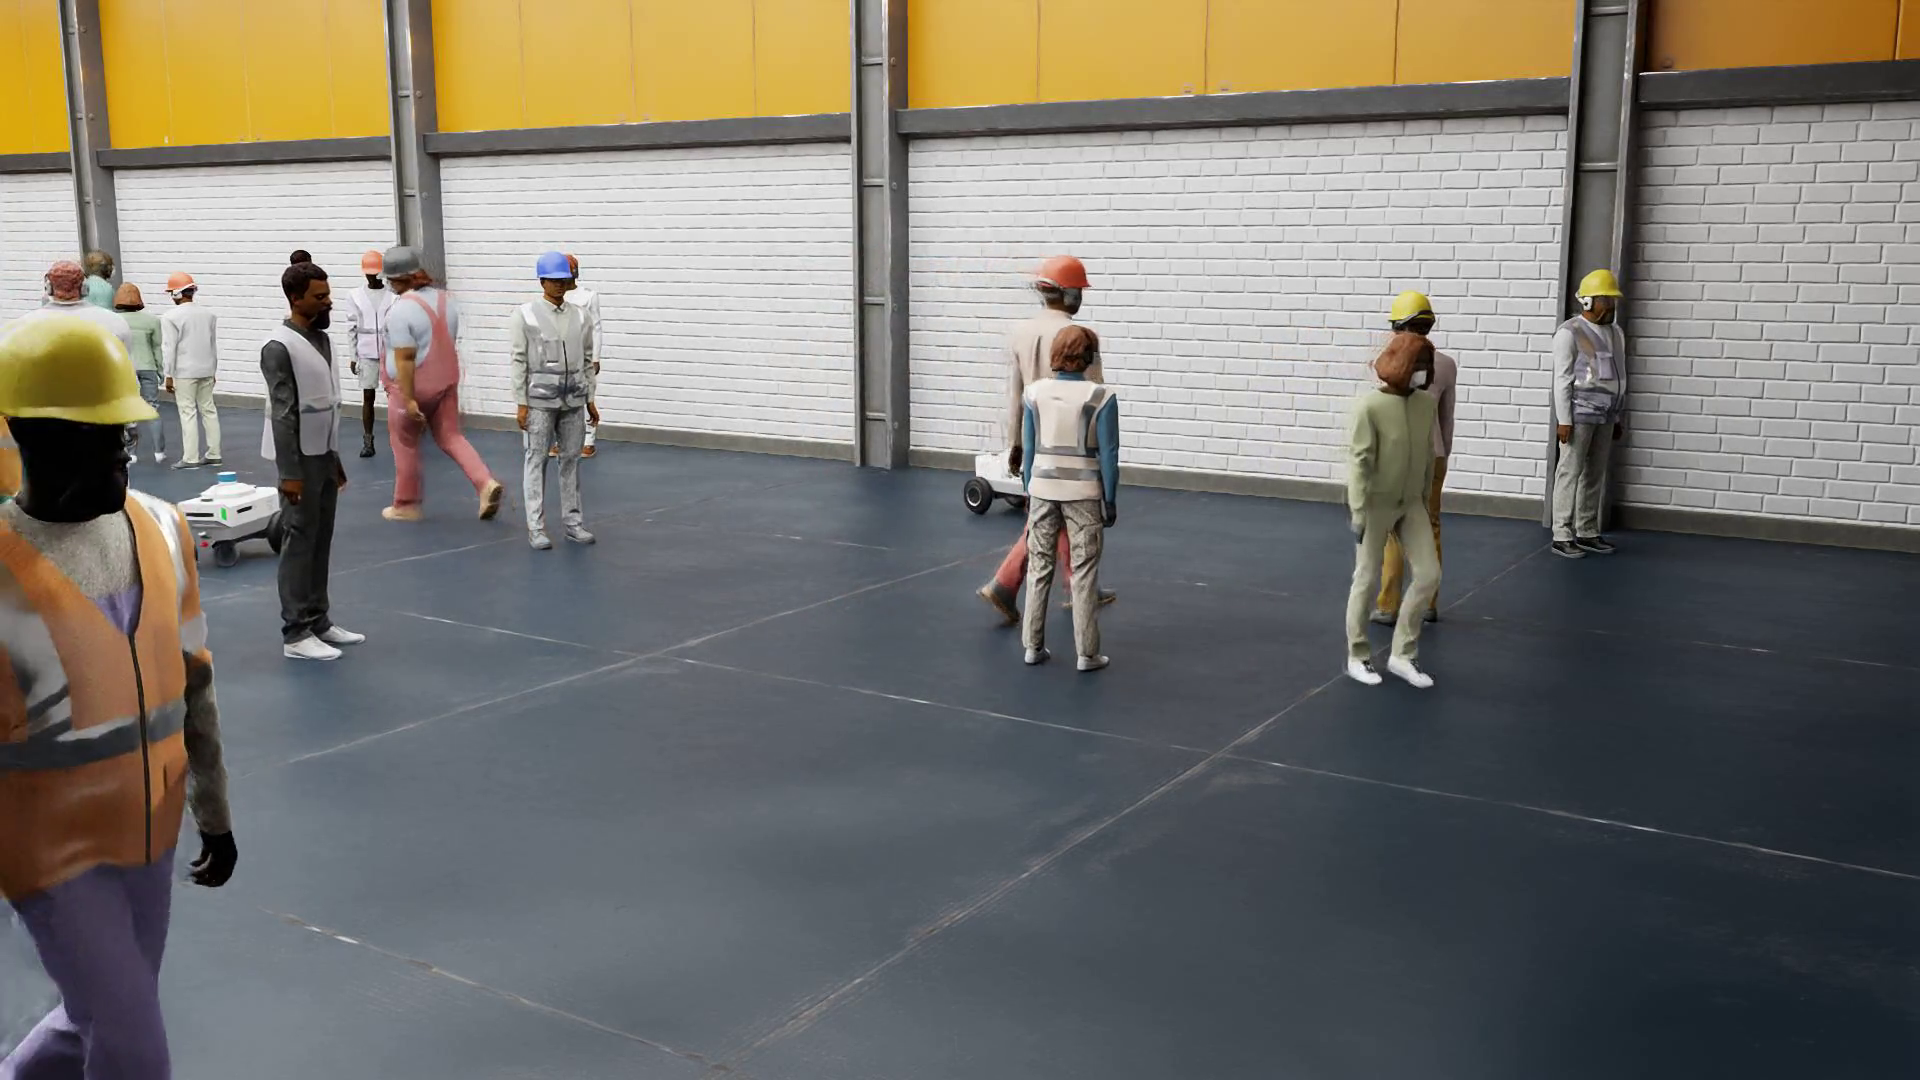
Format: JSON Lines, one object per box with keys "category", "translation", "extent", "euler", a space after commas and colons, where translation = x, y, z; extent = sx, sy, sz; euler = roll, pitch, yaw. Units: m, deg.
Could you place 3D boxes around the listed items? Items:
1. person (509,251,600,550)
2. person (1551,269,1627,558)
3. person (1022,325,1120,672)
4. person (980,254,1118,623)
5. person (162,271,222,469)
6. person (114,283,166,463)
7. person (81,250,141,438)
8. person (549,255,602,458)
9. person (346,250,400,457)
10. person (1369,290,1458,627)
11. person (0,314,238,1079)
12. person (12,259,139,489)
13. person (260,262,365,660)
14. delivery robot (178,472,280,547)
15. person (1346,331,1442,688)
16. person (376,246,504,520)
{"category": "person", "translation": [-2.672, -0.921, 10.989], "extent": [0.602, 1.949, 0.391], "euler": [-9, 13, -40]}
{"category": "person", "translation": [4.045, -0.807, 10.671], "extent": [0.590, 1.836, 0.404], "euler": [-7, 12, -33]}
{"category": "person", "translation": [0.511, -0.194, 7.855], "extent": [0.509, 1.630, 0.317], "euler": [6, 12, 29]}
{"category": "person", "translation": [0.481, -0.541, 8.876], "extent": [0.977, 1.962, 0.620], "euler": [-7, 13, -36]}
{"category": "person", "translation": [-6.850, -1.505, 14.788], "extent": [0.349, 1.744, 0.566], "euler": [4, 11, 21]}
{"category": "person", "translation": [-7.513, -1.517, 15.164], "extent": [0.500, 1.633, 0.285], "euler": [-8, 13, -37]}
{"category": "person", "translation": [-8.602, -1.954, 16.793], "extent": [0.432, 1.919, 0.649], "euler": [-9, 14, -41]}
{"category": "person", "translation": [-3.618, -1.703, 15.498], "extent": [0.584, 1.882, 0.337], "euler": [2, 11, 13]}
{"category": "person", "translation": [-5.425, -1.733, 15.543], "extent": [0.548, 1.927, 0.387], "euler": [-3, 11, -15]}
{"category": "person", "translation": [2.352, -0.424, 8.762], "extent": [0.525, 1.762, 0.339], "euler": [-4, 11, -19]}
{"category": "person", "translation": [-1.681, 0.529, 3.102], "extent": [0.861, 1.903, 0.602], "euler": [3, 11, 17]}
{"category": "person", "translation": [-5.223, -0.700, 9.880], "extent": [0.642, 1.910, 0.401], "euler": [-5, 12, -27]}
{"category": "person", "translation": [-3.184, -0.387, 8.112], "extent": [0.383, 1.918, 0.591], "euler": [0, 10, 1]}
{"category": "delivery robot", "translation": [-4.619, -0.187, 10.522], "extent": [0.477, 0.478, 0.707], "euler": [1, 10, 6]}
{"category": "person", "translation": [1.973, -0.122, 7.472], "extent": [0.537, 1.611, 0.563], "euler": [-5, 11, -26]}
{"category": "person", "translation": [-3.773, -1.122, 11.845], "extent": [0.922, 2.000, 0.689], "euler": [5, 11, 25]}
